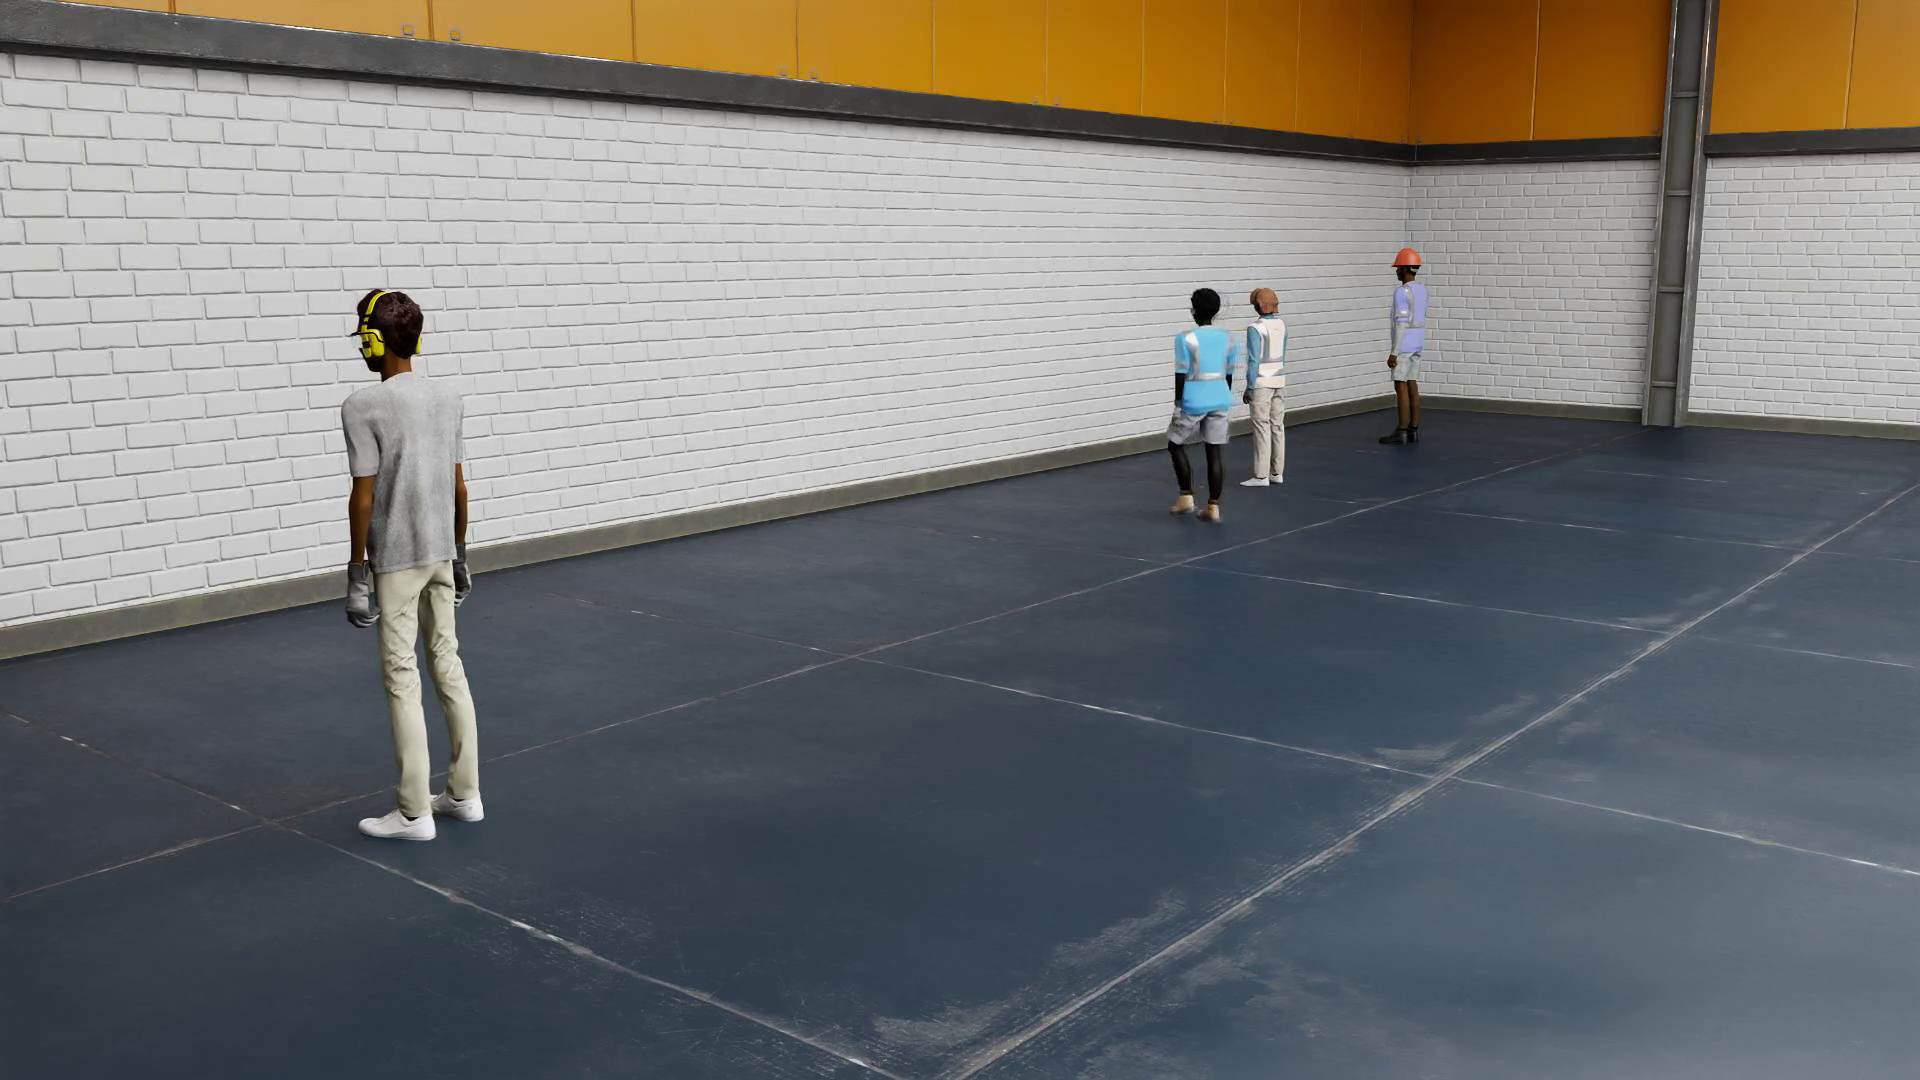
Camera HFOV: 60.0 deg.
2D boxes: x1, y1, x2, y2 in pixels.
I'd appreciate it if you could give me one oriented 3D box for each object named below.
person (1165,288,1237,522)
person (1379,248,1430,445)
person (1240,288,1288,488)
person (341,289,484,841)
[{"bbox_3d":[1.725,-0.974,12.019,0.548,1.677,0.504,-5,11,-24],"label":"person"},{"bbox_3d":[4.407,-1.911,16.507,0.356,1.937,0.552,9,14,40],"label":"person"},{"bbox_3d":[2.500,-1.244,13.647,0.314,1.636,0.516,9,14,42],"label":"person"},{"bbox_3d":[-1.868,0.089,5.652,0.323,1.862,0.511,5,12,28],"label":"person"}]
